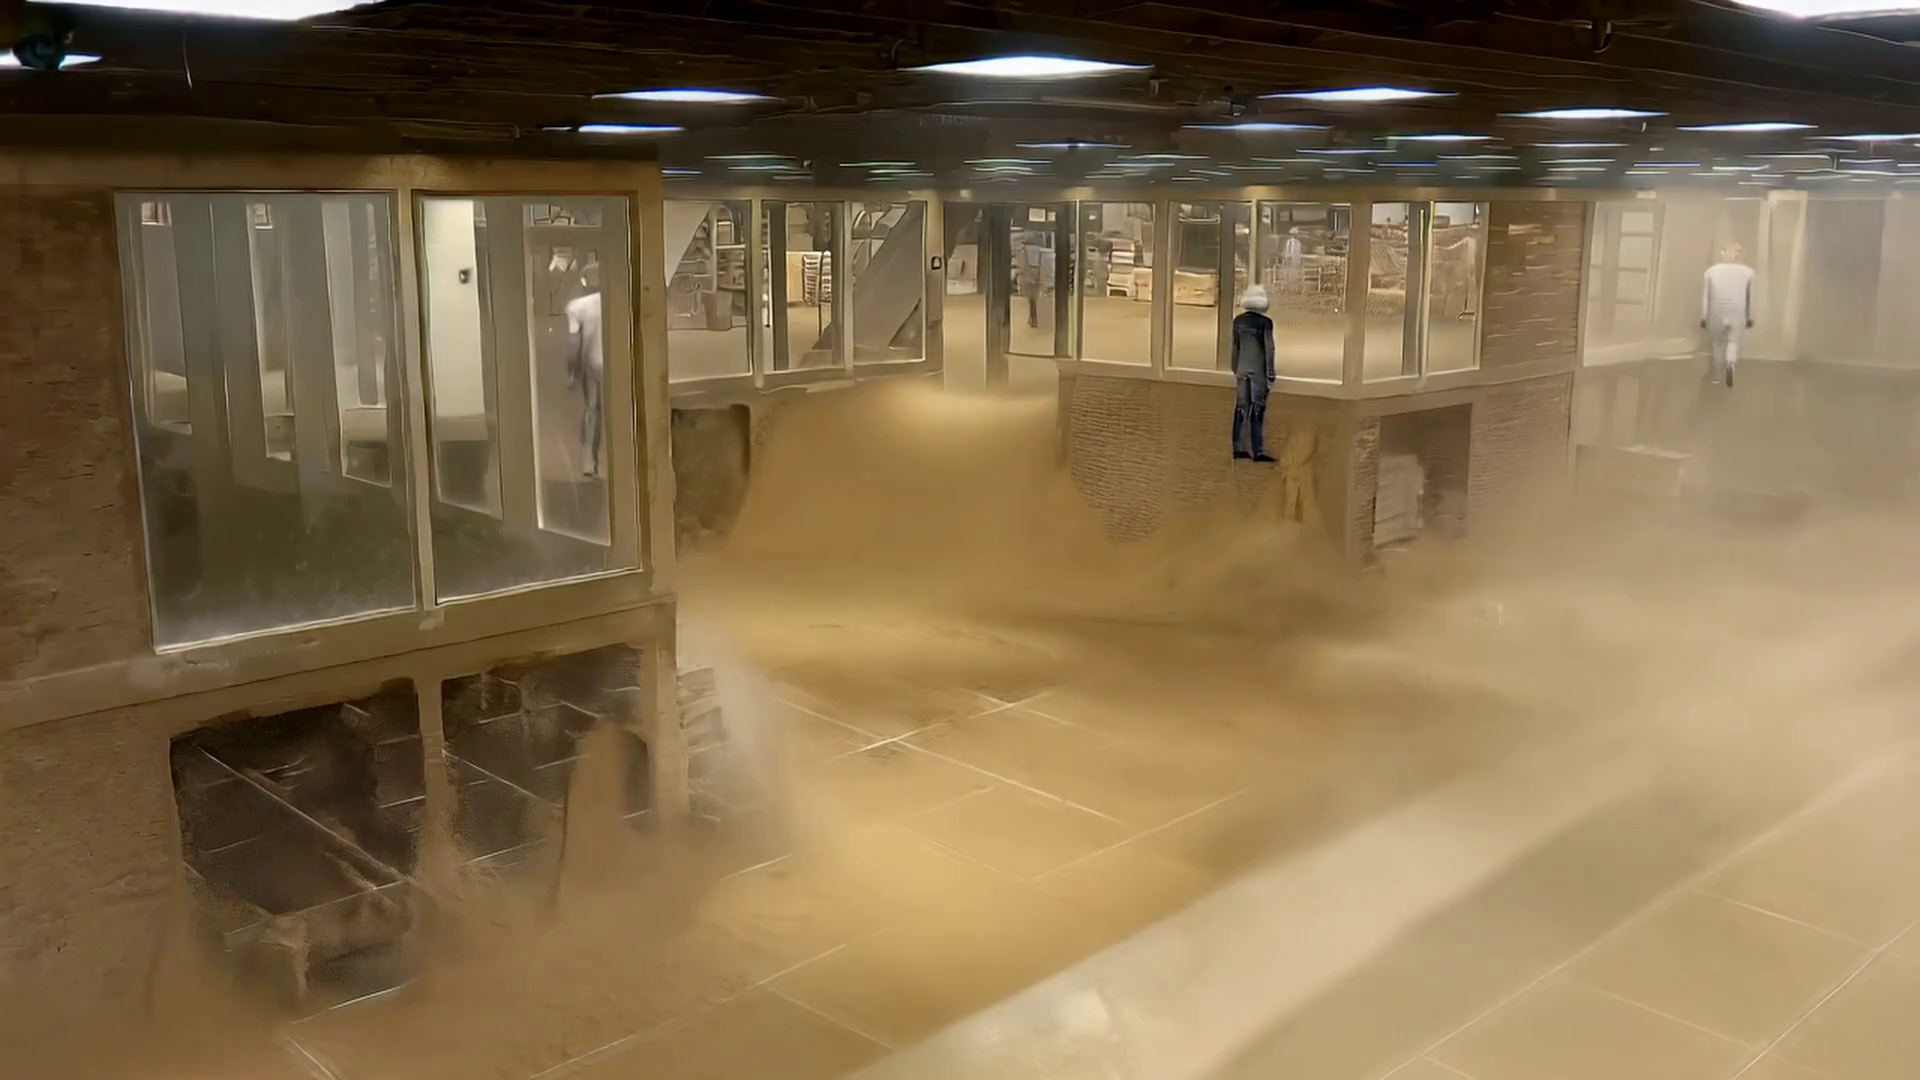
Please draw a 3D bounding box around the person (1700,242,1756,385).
[{"bbox_3d":[10.051,-2.958,21.812,0.649,1.884,0.689,5,12,24],"label":"person"}]

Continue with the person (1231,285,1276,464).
[{"bbox_3d":[2.690,-1.514,15.239,0.287,1.633,0.497,-8,14,-35],"label":"person"}]
